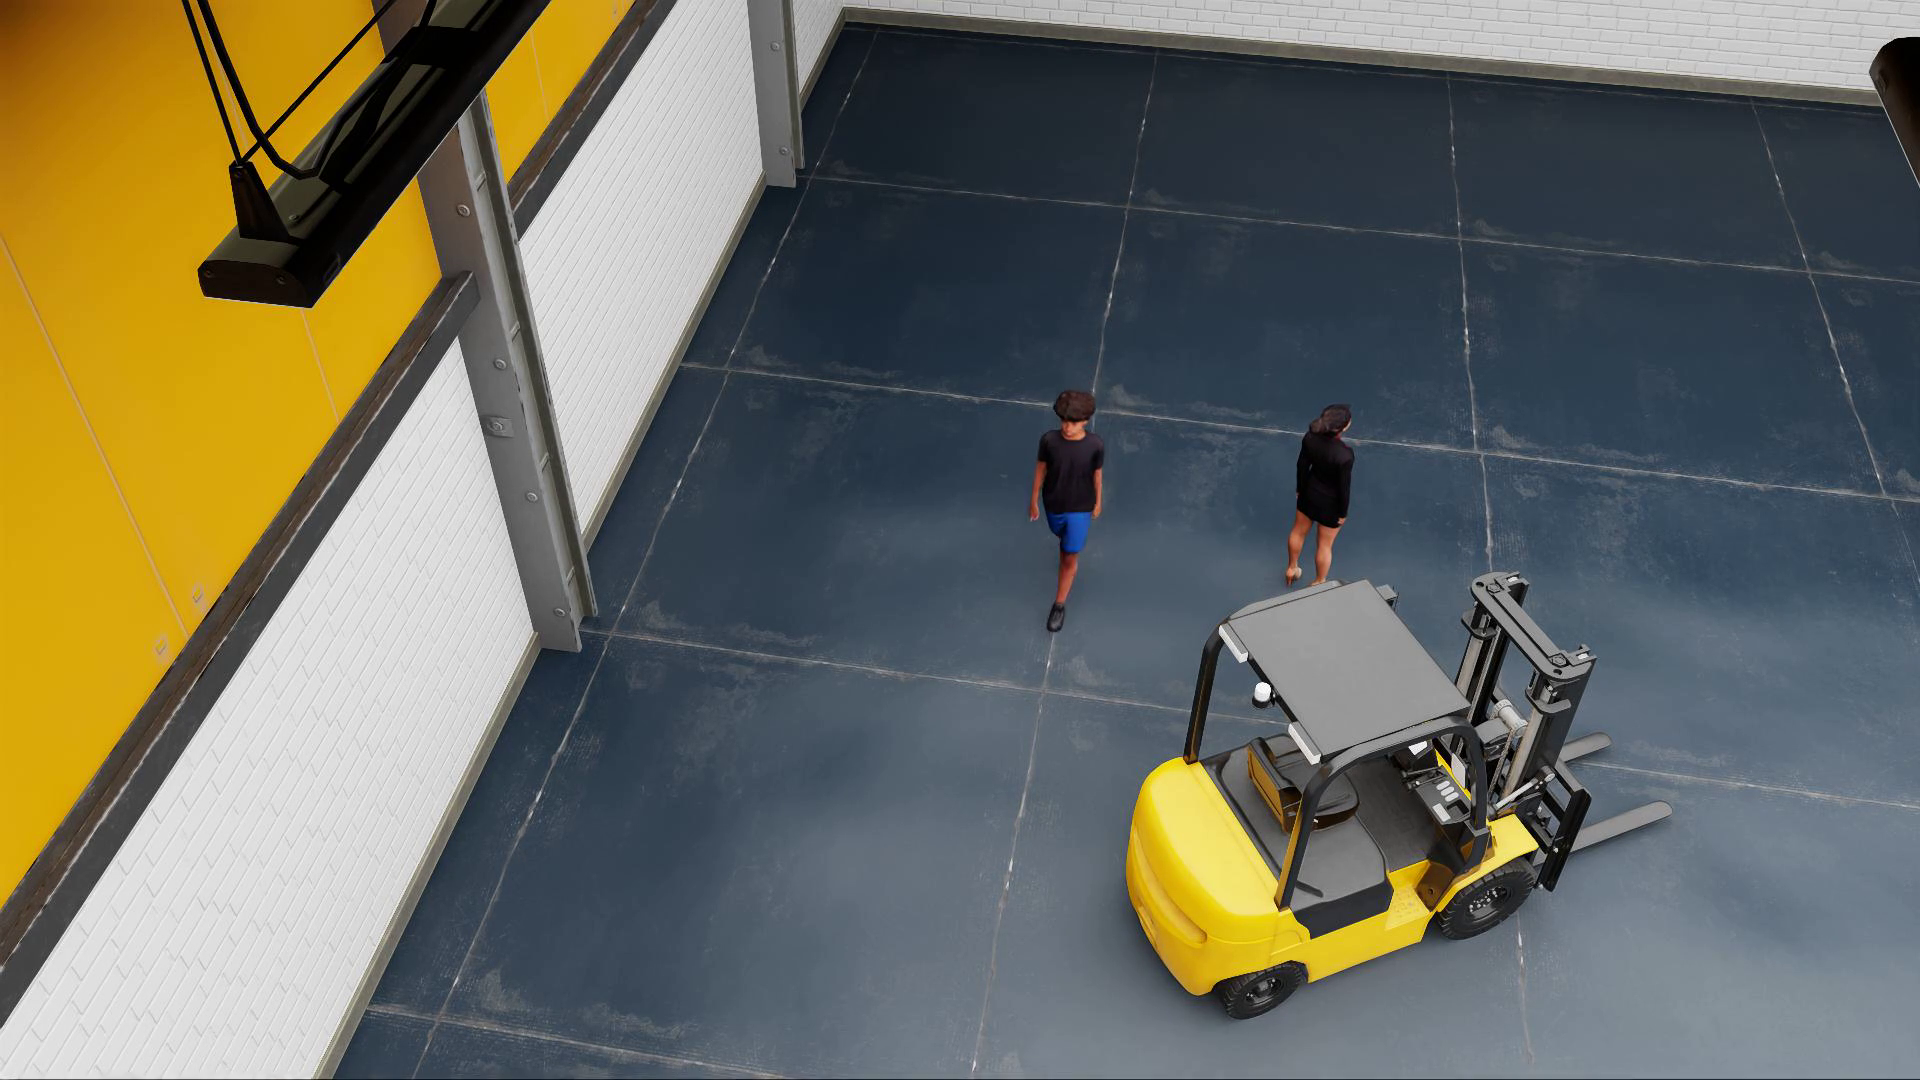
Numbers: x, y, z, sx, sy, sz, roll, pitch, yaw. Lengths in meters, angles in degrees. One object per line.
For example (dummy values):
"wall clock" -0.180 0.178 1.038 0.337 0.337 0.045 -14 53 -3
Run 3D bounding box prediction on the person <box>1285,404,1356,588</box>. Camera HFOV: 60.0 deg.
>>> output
"person" 2.440 -0.259 11.211 0.762 1.640 0.703 -33 53 -30

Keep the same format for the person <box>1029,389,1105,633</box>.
"person" 0.743 -0.320 11.190 0.694 1.757 1.191 11 45 11
